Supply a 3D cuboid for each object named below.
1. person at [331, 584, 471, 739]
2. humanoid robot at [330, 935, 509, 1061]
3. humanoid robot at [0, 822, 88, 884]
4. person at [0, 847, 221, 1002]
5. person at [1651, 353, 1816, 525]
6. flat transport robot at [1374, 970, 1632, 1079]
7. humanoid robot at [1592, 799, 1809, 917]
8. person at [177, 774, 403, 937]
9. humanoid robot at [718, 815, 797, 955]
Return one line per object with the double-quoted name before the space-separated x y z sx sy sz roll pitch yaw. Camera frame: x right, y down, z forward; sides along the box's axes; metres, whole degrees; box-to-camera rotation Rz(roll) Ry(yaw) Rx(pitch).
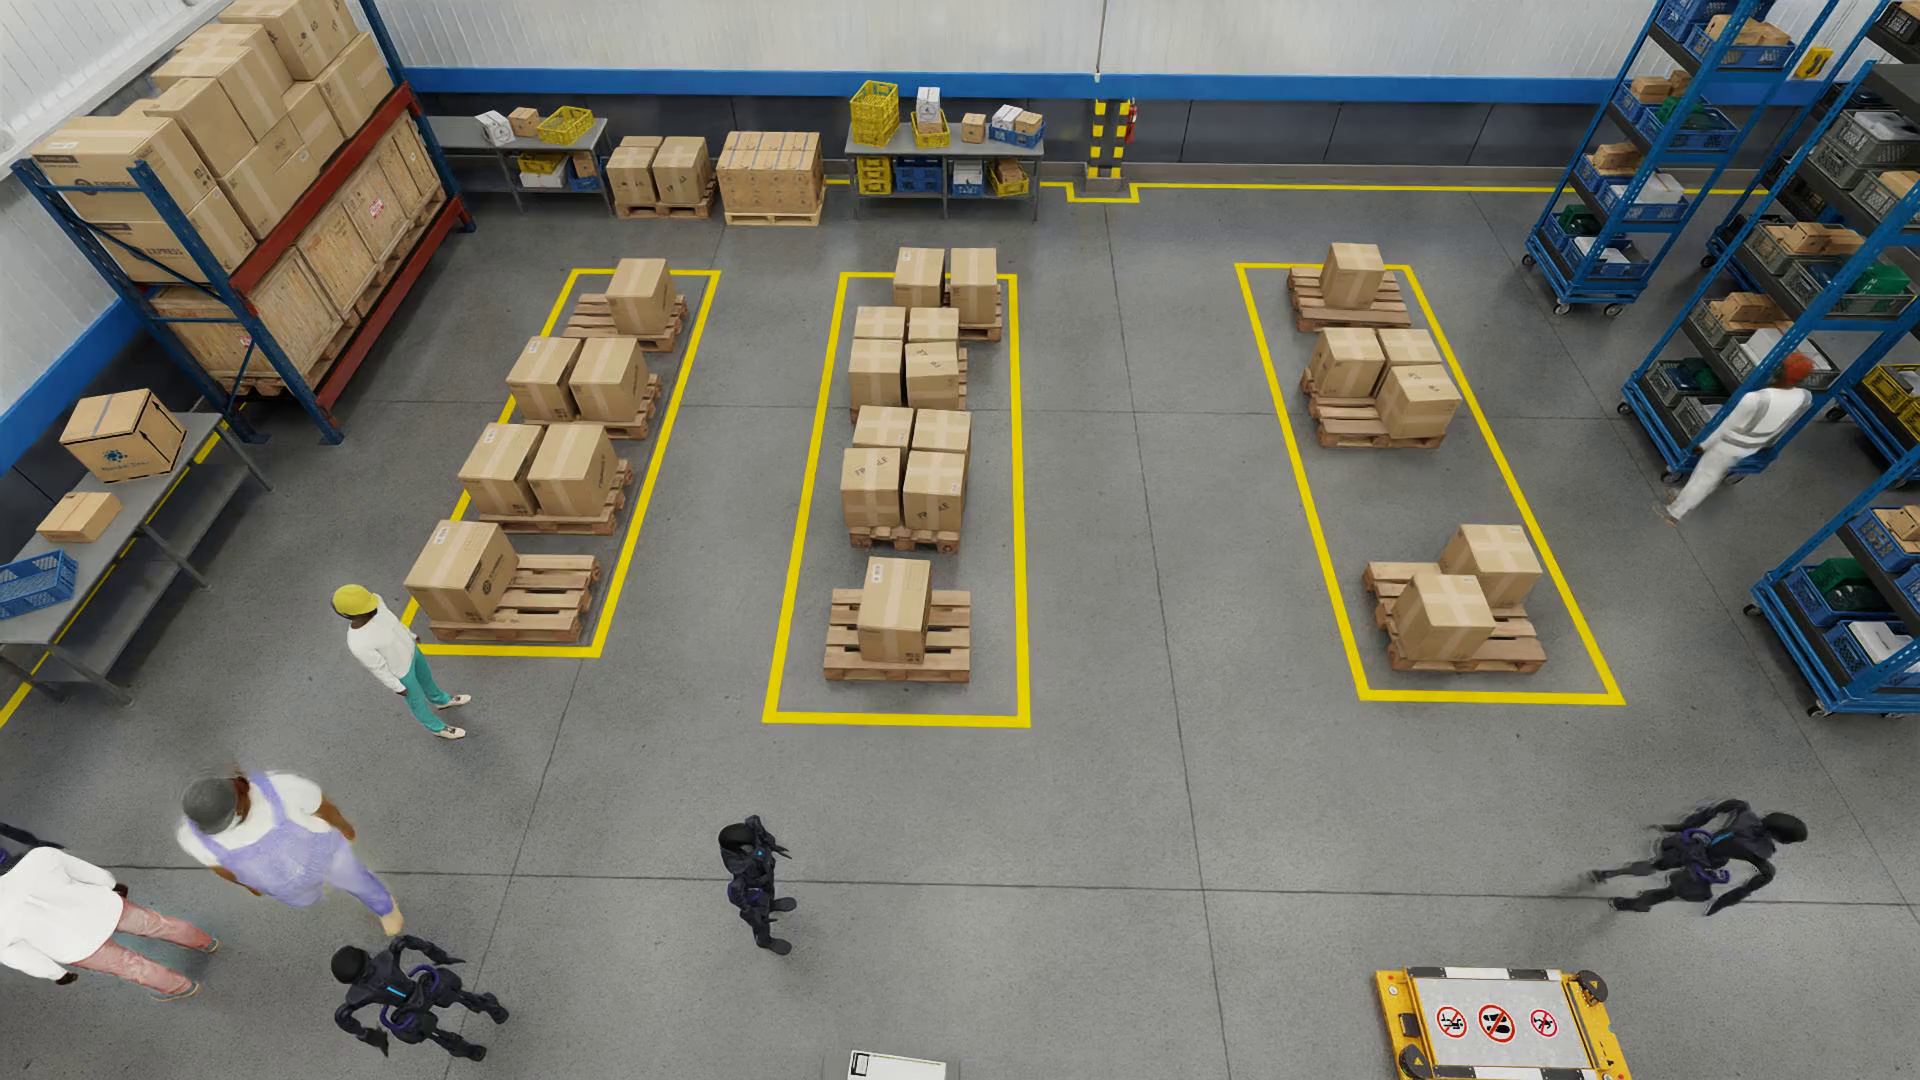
"person" -4.123 0.889 6.795 0.315 1.765 0.533 -8 51 -6
"humanoid robot" -3.179 2.708 5.362 0.313 1.653 0.601 19 53 15
"humanoid robot" -6.161 2.156 5.819 0.480 1.647 0.632 19 53 15
"person" -5.260 2.315 5.486 0.381 1.995 0.609 3 51 3
"person" 6.889 -0.879 8.166 0.581 1.884 0.374 -6 51 -5
"flat transport robot" 3.501 3.133 5.914 1.431 0.197 0.652 1 51 1
"humanoid robot" 4.722 2.066 5.893 0.446 1.647 0.600 5 51 4
"person" -4.234 1.913 5.784 0.685 2.000 0.751 -28 56 -21
"humanoid robot" -1.262 2.169 5.798 0.323 1.660 0.596 2 51 1
